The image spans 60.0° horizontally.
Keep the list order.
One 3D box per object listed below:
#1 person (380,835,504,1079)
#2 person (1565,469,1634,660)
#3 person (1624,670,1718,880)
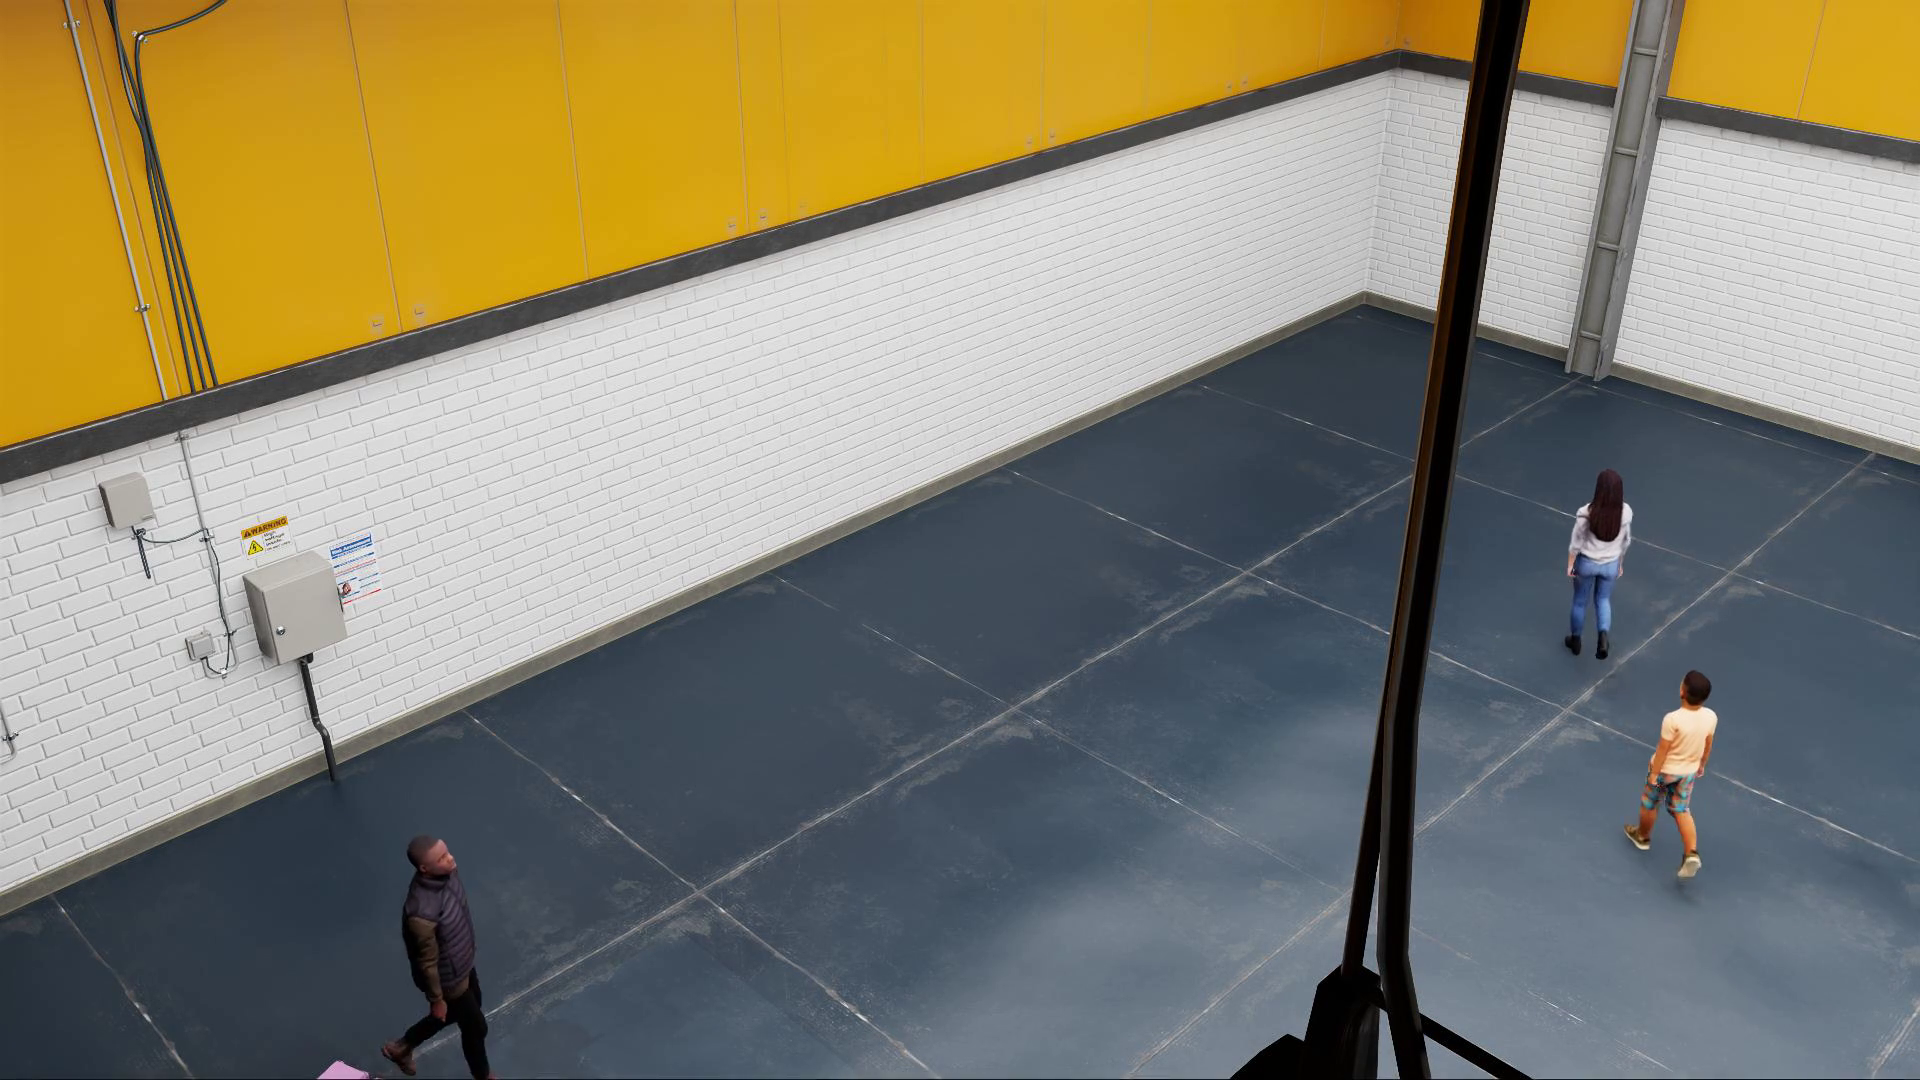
[{"bbox_3d":[-2.820,2.306,8.922,1.125,1.820,1.081,-1,29,-1],"label":"person"},{"bbox_3d":[4.981,0.241,12.917,0.872,1.621,0.930,0,29,0],"label":"person"},{"bbox_3d":[4.663,1.522,10.754,0.850,1.442,0.970,-4,29,-8],"label":"person"}]
